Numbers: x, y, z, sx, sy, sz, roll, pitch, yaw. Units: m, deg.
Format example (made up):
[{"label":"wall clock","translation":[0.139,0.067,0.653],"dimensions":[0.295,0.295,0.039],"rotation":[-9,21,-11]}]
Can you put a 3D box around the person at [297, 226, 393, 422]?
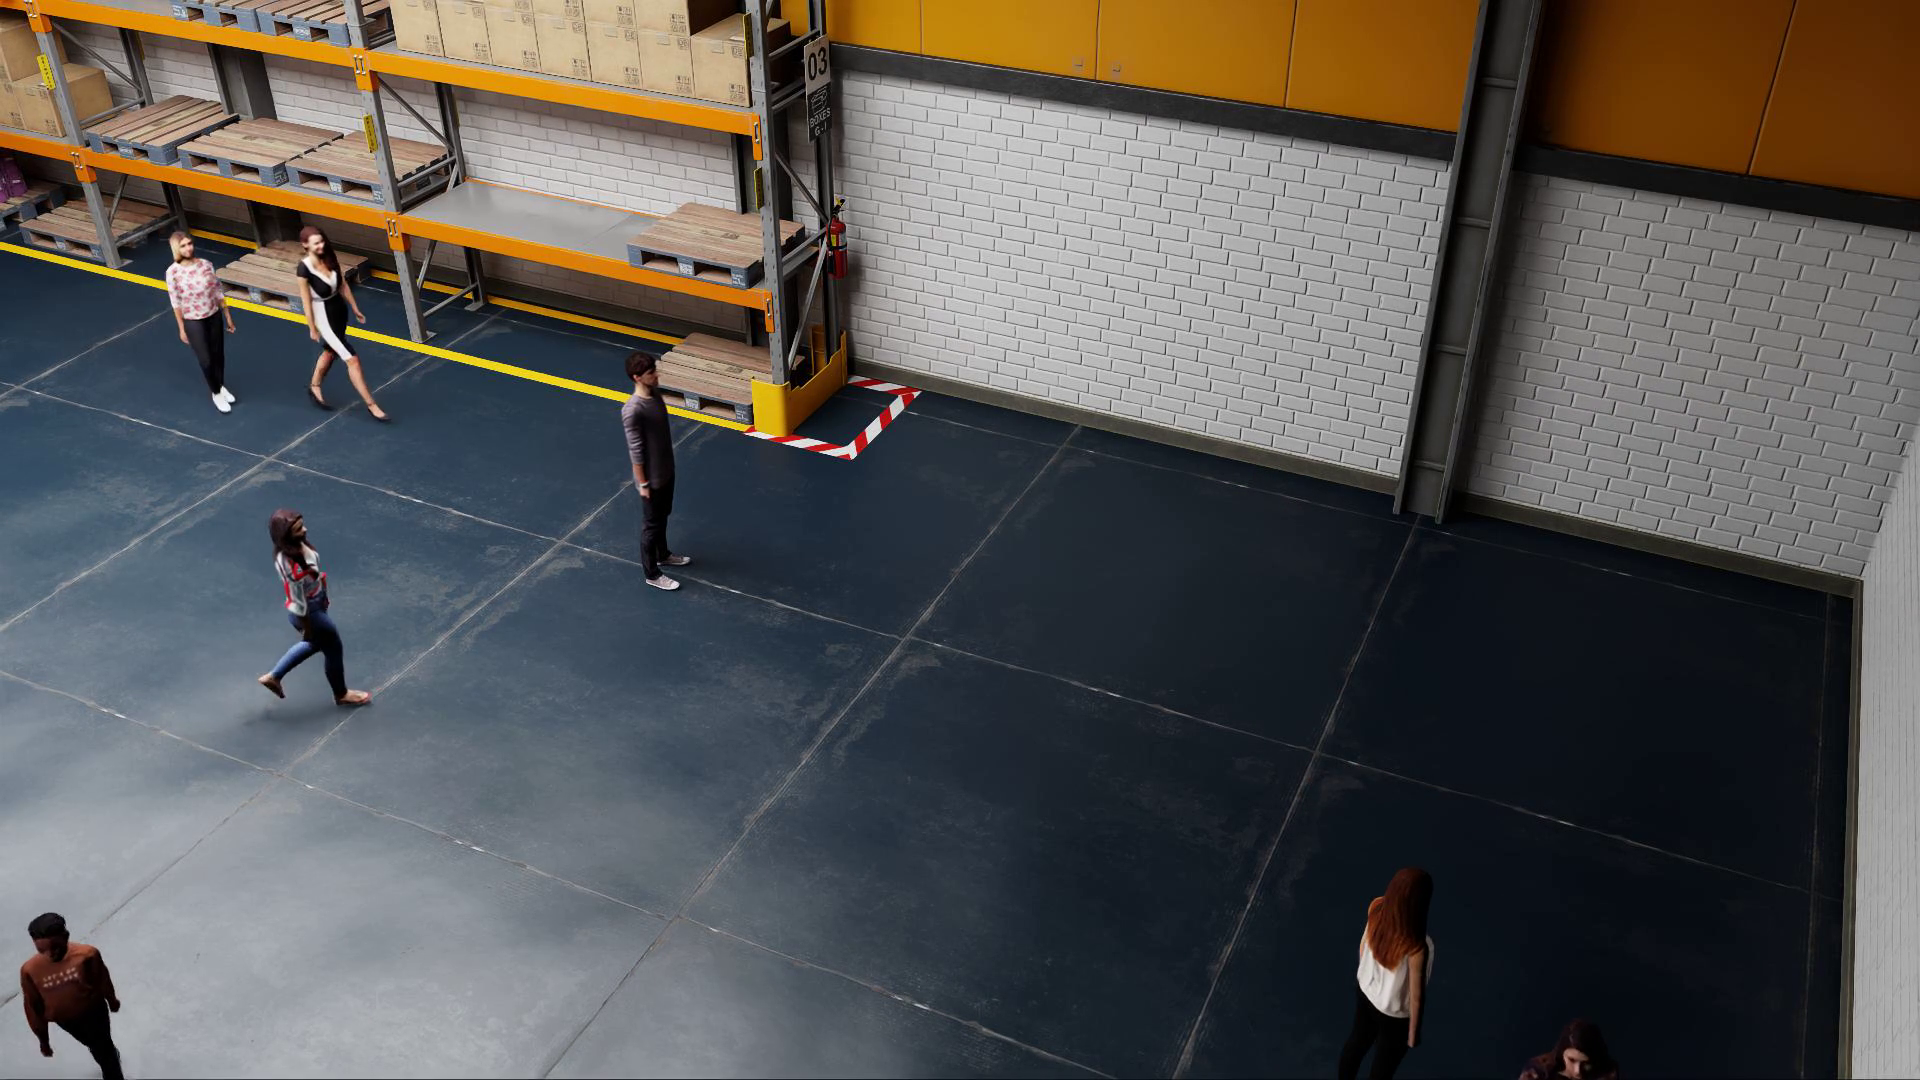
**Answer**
[{"label":"person","translation":[-5.425,-1.844,14.195],"dimensions":[1.121,1.752,0.681],"rotation":[11,35,15]}]

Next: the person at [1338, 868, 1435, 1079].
[{"label":"person","translation":[2.068,2.240,8.079],"dimensions":[0.711,1.721,0.640],"rotation":[-13,36,-19]}]

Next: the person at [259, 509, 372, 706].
[{"label":"person","translation":[-4.328,0.481,10.844],"dimensions":[0.993,1.589,0.917],"rotation":[-10,35,-14]}]

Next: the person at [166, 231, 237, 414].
[{"label":"person","translation":[-6.627,-1.938,14.453],"dimensions":[0.738,1.622,0.676],"rotation":[25,41,33]}]

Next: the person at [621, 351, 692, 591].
[{"label":"person","translation":[-2.244,-0.529,12.125],"dimensions":[0.644,1.854,0.730],"rotation":[5,34,7]}]

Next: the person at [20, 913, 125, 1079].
[{"label":"person","translation":[-4.456,2.323,8.402],"dimensions":[0.860,1.225,0.914],"rotation":[-11,35,-16]}]

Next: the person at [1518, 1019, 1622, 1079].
[{"label":"person","translation":[2.648,2.701,7.530],"dimensions":[1.111,1.560,0.969],"rotation":[-1,34,-2]}]
